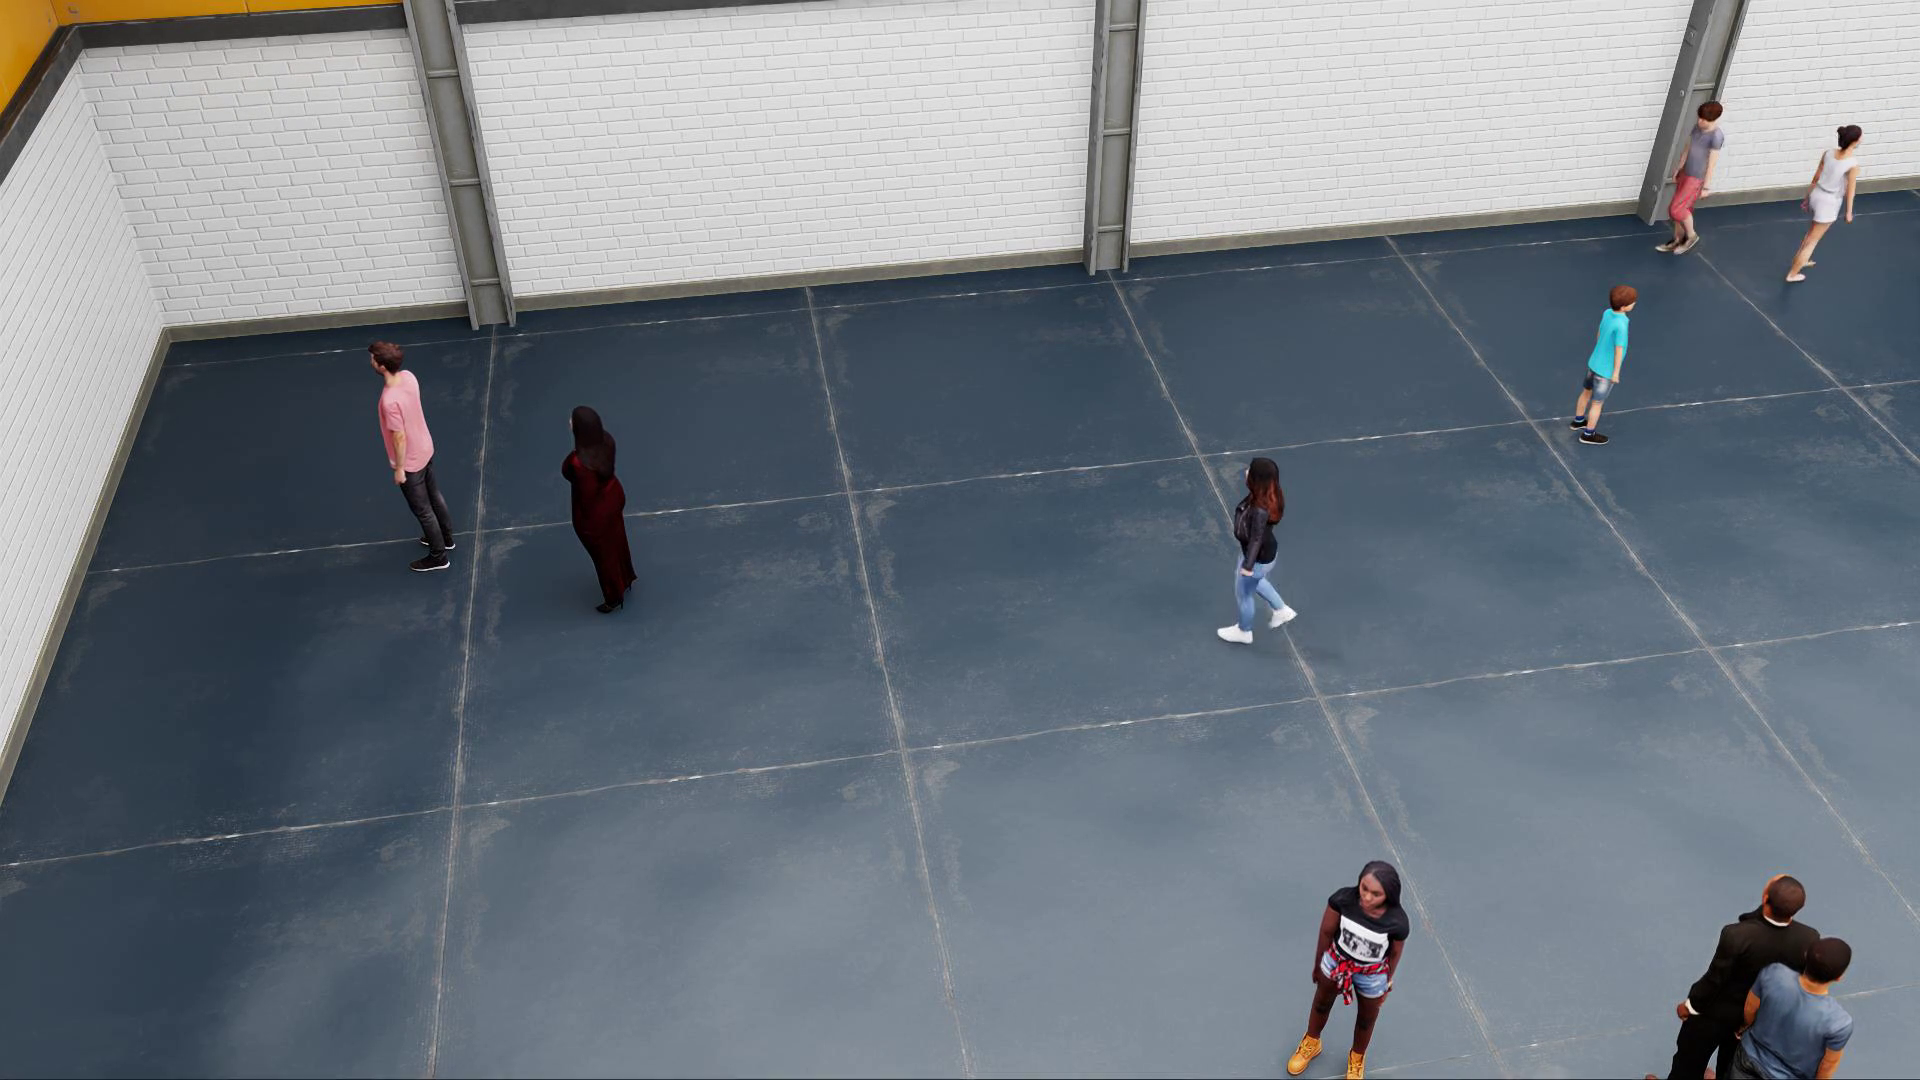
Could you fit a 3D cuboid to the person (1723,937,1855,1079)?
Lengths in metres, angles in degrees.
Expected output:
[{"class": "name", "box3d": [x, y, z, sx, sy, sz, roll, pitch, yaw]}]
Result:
[{"class": "person", "box3d": [4.163, 2.654, 8.483, 0.709, 1.805, 0.726, -25, 45, -28]}]

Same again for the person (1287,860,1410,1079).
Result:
[{"class": "person", "box3d": [2.124, 2.325, 8.956, 0.704, 1.729, 0.780, 17, 42, 20]}]

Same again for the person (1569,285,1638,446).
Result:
[{"class": "person", "box3d": [5.408, -1.495, 13.964, 0.509, 1.448, 0.537, -3, 39, -4]}]

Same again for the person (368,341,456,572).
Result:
[{"class": "person", "box3d": [-4.107, -0.636, 12.480, 0.602, 1.958, 0.672, 1, 39, 1]}]

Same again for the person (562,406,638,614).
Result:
[{"class": "person", "box3d": [-2.623, -0.240, 12.145, 0.719, 1.757, 0.739, 6, 39, 8]}]

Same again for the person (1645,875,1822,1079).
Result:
[{"class": "person", "box3d": [4.056, 2.419, 8.697, 0.601, 1.904, 0.804, 0, 39, 0]}]

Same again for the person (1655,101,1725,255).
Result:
[{"class": "person", "box3d": [7.319, -3.558, 16.395, 0.651, 1.638, 0.609, -6, 39, -8]}]

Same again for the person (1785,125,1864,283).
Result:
[{"class": "person", "box3d": [8.259, -3.215, 16.005, 0.729, 1.589, 0.621, -11, 40, -13]}]

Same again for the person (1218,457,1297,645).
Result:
[{"class": "person", "box3d": [2.185, 0.119, 11.808, 0.904, 1.618, 0.825, 12, 40, 15]}]
